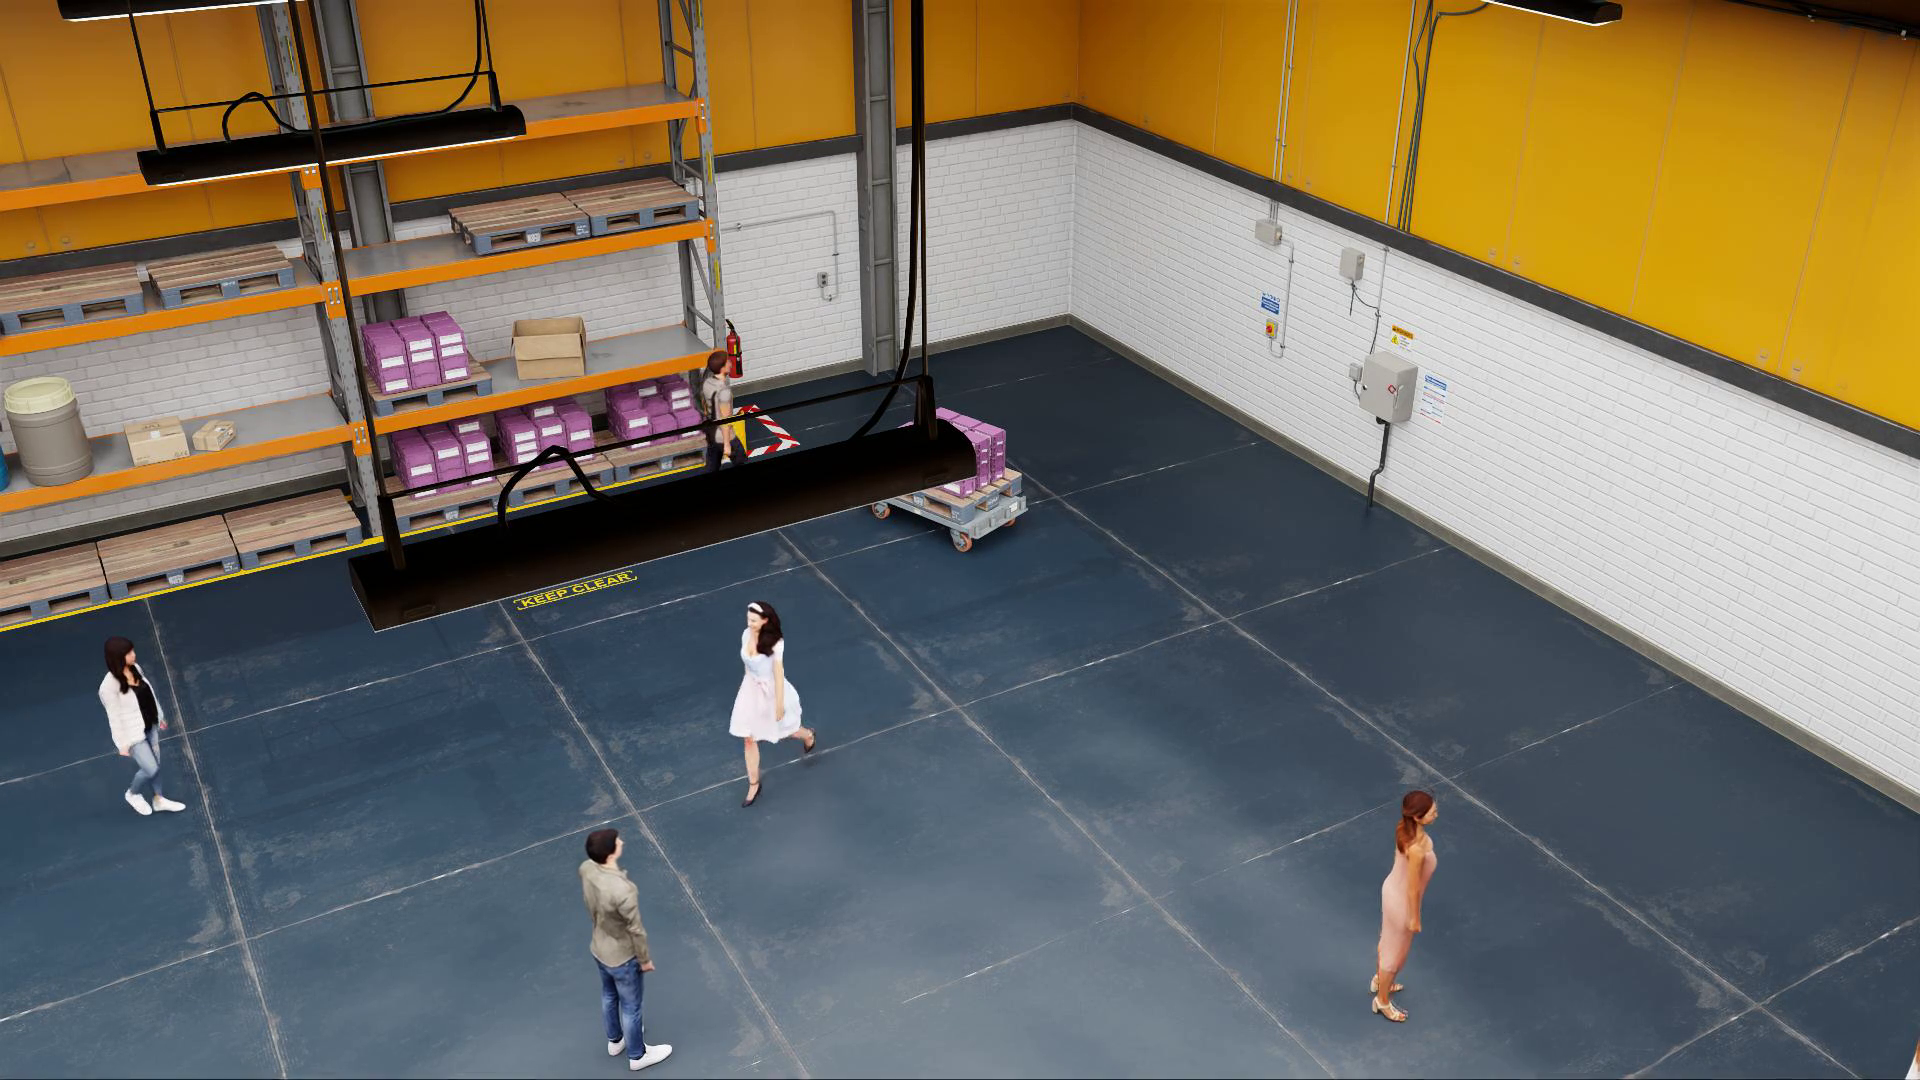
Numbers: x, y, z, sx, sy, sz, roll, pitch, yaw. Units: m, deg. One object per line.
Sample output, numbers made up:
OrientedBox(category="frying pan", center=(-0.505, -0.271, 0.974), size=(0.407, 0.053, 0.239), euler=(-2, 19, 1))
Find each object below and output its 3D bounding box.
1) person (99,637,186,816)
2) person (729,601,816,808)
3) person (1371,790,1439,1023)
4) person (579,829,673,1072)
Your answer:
OrientedBox(category="person", center=(-6.536, 1.478, 13.079), size=(0.833, 1.631, 0.787), euler=(3, 29, 5))
OrientedBox(category="person", center=(-1.490, 1.251, 13.331), size=(0.979, 1.789, 1.236), euler=(18, 33, 30))
OrientedBox(category="person", center=(2.962, 2.410, 11.163), size=(0.703, 1.830, 0.679), euler=(1, 29, 2))
OrientedBox(category="person", center=(-2.218, 2.633, 10.718), size=(0.762, 1.864, 0.694), euler=(26, 38, 38))
